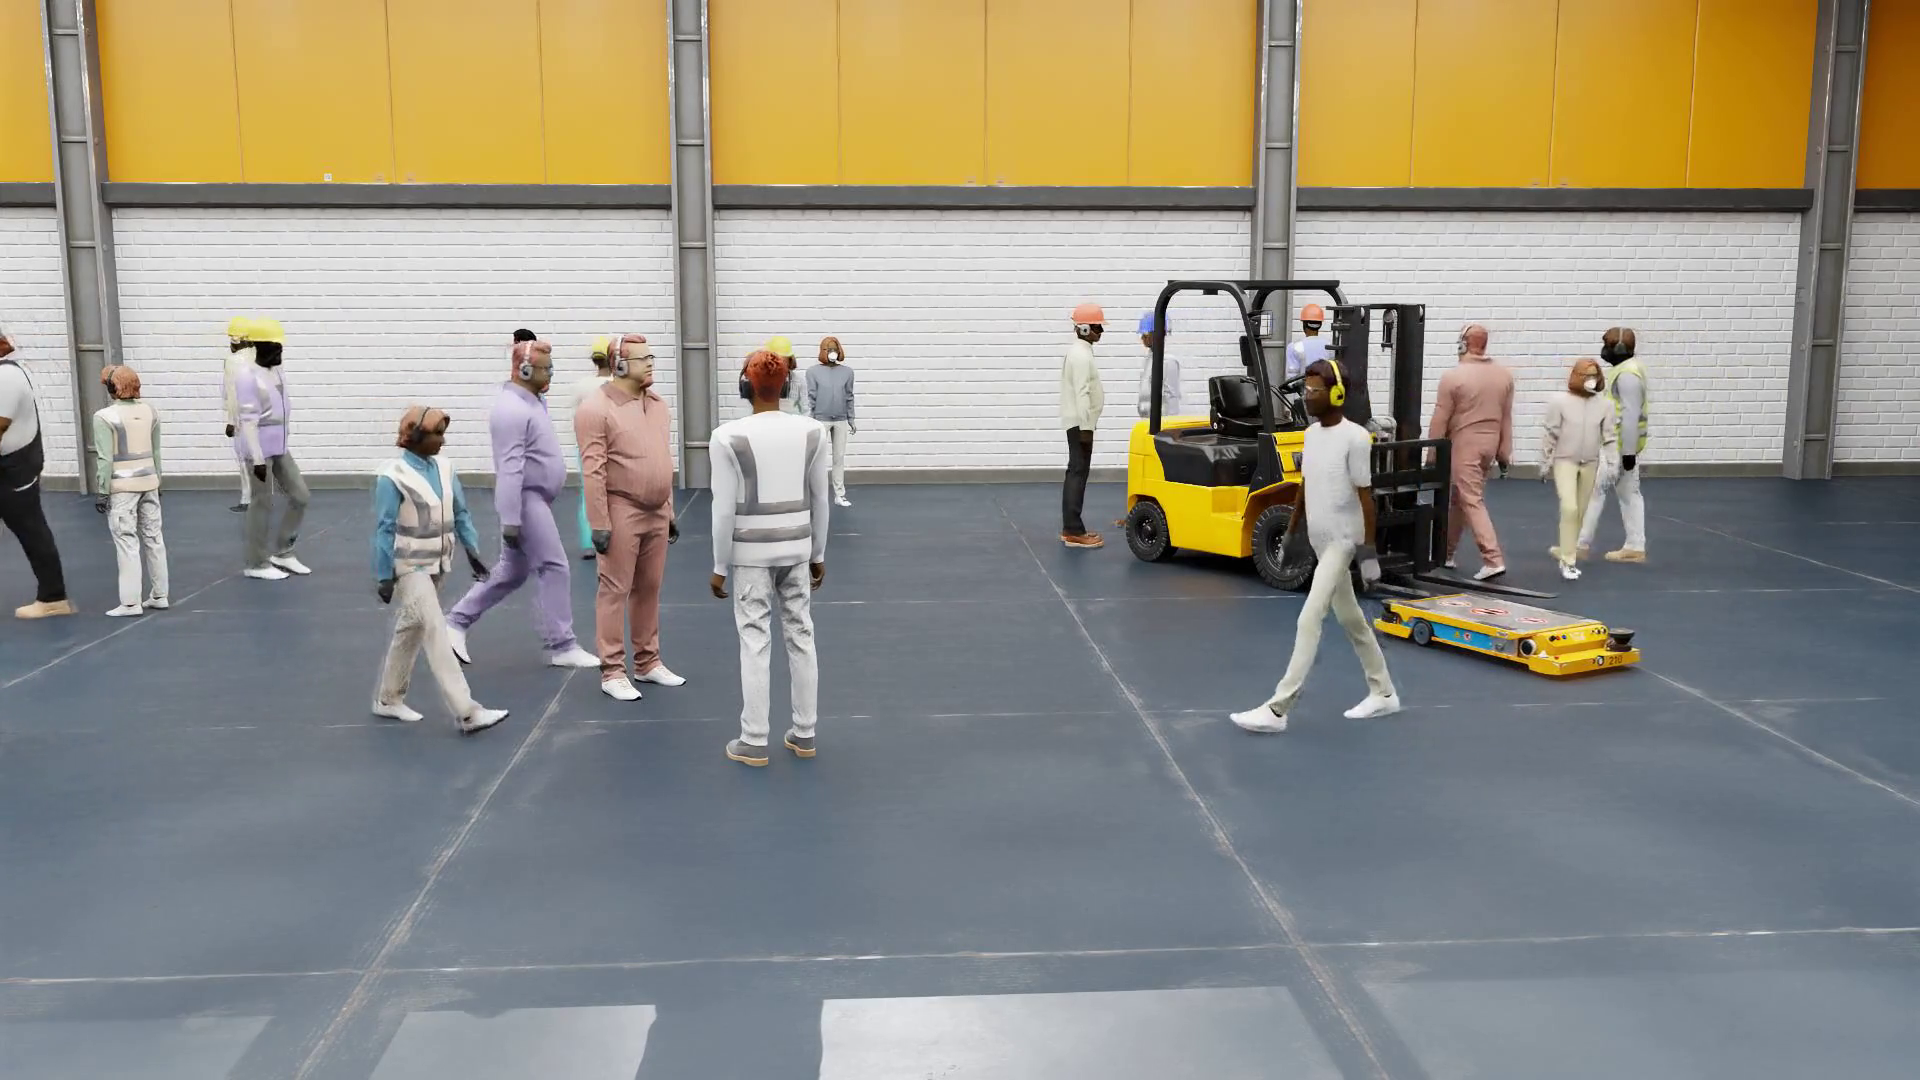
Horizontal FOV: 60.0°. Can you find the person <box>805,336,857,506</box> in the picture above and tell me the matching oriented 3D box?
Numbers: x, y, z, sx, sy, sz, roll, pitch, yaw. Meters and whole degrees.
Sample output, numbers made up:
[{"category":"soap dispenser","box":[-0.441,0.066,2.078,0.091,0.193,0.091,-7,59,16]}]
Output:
[{"category":"person","box":[-1.232,-1.121,15.870,0.499,1.634,0.280,-4,10,-24]}]

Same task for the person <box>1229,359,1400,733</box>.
[{"category":"person","box":[1.788,0.025,8.118,0.996,1.815,0.557,-3,9,-17]}]

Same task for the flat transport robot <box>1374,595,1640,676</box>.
[{"category":"flat transport robot","box":[3.183,0.528,9.783,0.652,0.197,1.431,-5,10,-29]}]

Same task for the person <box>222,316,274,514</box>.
[{"category":"person","box":[-6.636,-1.157,15.476,0.404,1.833,0.590,2,9,10]}]

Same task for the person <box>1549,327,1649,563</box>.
[{"category":"person","box":[4.945,-0.726,12.830,0.830,1.808,0.646,4,10,22]}]

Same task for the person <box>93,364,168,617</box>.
[{"category":"person","box":[-5.390,-0.318,10.810,0.306,1.639,0.522,3,10,18]}]

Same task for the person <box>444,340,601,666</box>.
[{"category":"person","box":[-2.522,-0.194,9.361,0.919,1.869,0.650,-1,9,-8]}]

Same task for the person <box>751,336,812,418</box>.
[{"category":"person","box":[-1.423,-0.795,13.580,0.489,1.716,0.672,-7,11,-36]}]

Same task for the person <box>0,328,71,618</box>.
[{"category":"person","box":[-6.234,-0.481,10.576,0.942,2.000,0.686,-7,12,-38]}]

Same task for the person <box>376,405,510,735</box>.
[{"category":"person","box":[-2.555,0.147,8.071,0.861,1.585,0.502,3,9,16]}]

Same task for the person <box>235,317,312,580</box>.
[{"category":"person","box":[-4.959,-0.651,12.035,0.557,1.907,0.624,1,9,6]}]

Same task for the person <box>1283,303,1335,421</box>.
[{"category":"person","box":[3.438,-1.350,16.358,0.545,1.938,0.360,-2,9,-12]}]

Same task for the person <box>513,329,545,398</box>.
[{"category":"person","box":[-4.201,-1.211,16.240,0.321,1.695,0.537,-1,9,-7]}]

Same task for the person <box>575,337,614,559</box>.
[{"category":"person","box":[-2.782,-0.740,13.187,0.547,1.712,0.895,2,9,15]}]

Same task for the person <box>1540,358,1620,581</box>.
[{"category":"person","box":[4.526,-0.509,12.077,0.524,1.607,0.677,-1,9,-4]}]

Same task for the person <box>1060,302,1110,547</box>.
[{"category":"person","box":[1.018,-0.943,13.625,0.397,1.992,0.623,0,9,0]}]

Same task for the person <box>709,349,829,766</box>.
[{"category":"person","box":[-0.863,0.083,7.538,0.575,1.882,0.355,-6,11,-31]}]

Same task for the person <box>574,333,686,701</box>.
[{"category":"person","box":[-1.713,-0.129,8.776,0.410,1.913,0.643,5,10,29]}]

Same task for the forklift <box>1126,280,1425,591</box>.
[{"category":"forklift","box":[2.301,-0.860,12.475,1.214,2.155,2.313,-6,11,-35]}]

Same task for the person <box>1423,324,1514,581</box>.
[{"category":"person","box":[3.749,-0.650,12.220,0.659,1.865,0.977,-5,10,-27]}]

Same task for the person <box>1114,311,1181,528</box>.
[{"category":"person","box":[1.825,-1.052,14.606,0.889,1.910,0.653,-1,9,-9]}]
